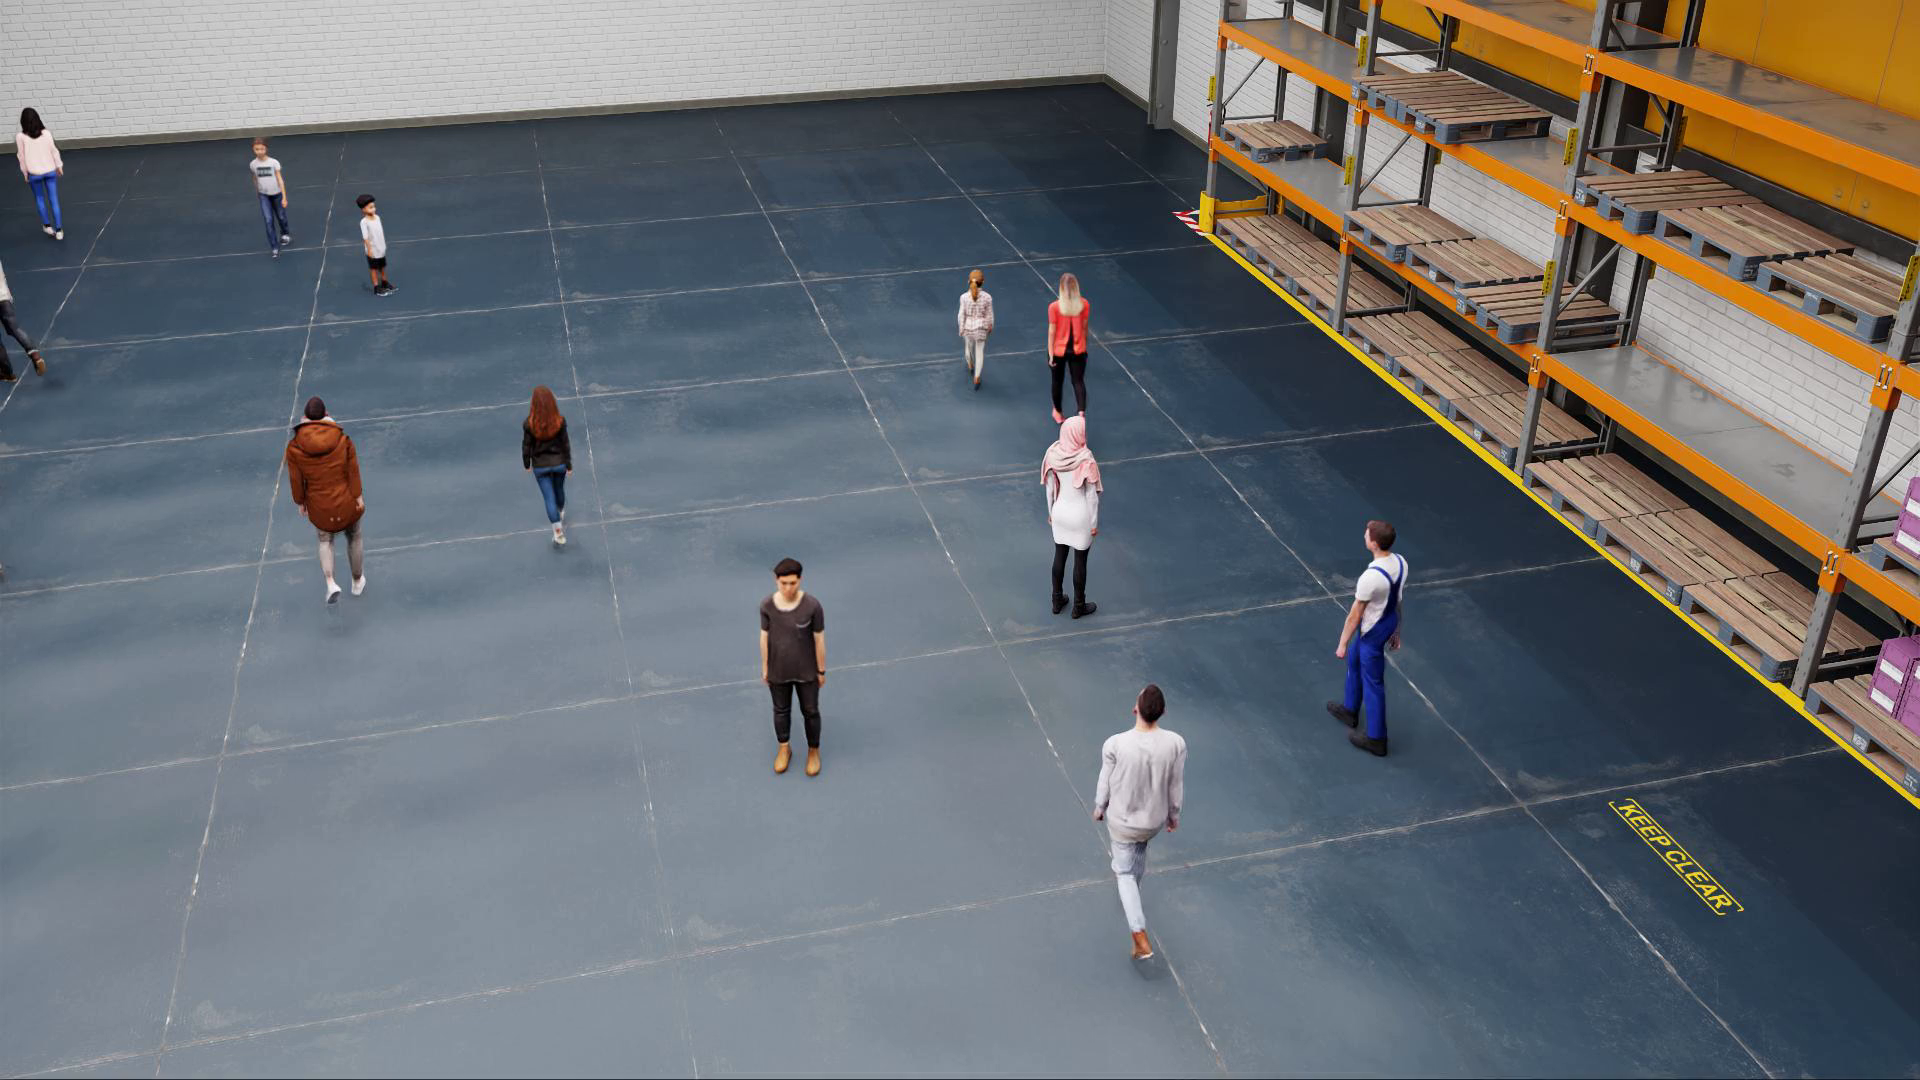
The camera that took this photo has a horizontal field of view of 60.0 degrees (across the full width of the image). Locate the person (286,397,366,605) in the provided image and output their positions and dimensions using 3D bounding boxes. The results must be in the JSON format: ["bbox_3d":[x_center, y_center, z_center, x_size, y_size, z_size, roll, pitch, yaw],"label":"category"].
[{"bbox_3d":[-5.205,-0.280,13.793,0.701,1.823,0.864,-8,30,-14],"label":"person"}]

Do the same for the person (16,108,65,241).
[{"bbox_3d":[-12.303,-4.888,22.313,0.788,1.752,0.874,-16,32,-27],"label":"person"}]

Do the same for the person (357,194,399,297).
[{"bbox_3d":[-7.260,-3.663,20.583,0.641,1.259,0.570,11,31,20],"label":"person"}]

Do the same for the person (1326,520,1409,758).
[{"bbox_3d":[3.054,0.731,11.933,0.861,1.829,0.998,-23,36,-36],"label":"person"}]

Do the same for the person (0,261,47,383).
[{"bbox_3d":[-10.358,-2.553,17.929,1.064,1.853,1.029,13,31,22],"label":"person"}]

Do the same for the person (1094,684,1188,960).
[{"bbox_3d":[1.091,1.726,10.130,0.728,1.810,1.132,-6,29,-10],"label":"person"}]

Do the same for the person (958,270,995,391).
[{"bbox_3d":[0.167,-2.255,17.978,0.702,1.282,0.921,1,29,2],"label":"person"}]

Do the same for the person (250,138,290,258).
[{"bbox_3d":[-9.079,-4.553,21.953,0.533,1.510,1.100,-6,29,-11],"label":"person"}]

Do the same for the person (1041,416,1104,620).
[{"bbox_3d":[0.923,-0.189,13.645,0.729,1.804,0.796,17,33,28],"label":"person"}]

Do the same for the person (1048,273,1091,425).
[{"bbox_3d":[1.123,-1.862,16.846,0.667,1.676,1.055,-5,29,-9],"label":"person"}]

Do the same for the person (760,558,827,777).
[{"bbox_3d":[-1.192,0.867,11.803,0.696,1.714,0.691,3,29,5],"label":"person"}]

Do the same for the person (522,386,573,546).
[{"bbox_3d":[-3.659,-0.641,14.845,0.647,1.450,0.987,-11,31,-20],"label":"person"}]
